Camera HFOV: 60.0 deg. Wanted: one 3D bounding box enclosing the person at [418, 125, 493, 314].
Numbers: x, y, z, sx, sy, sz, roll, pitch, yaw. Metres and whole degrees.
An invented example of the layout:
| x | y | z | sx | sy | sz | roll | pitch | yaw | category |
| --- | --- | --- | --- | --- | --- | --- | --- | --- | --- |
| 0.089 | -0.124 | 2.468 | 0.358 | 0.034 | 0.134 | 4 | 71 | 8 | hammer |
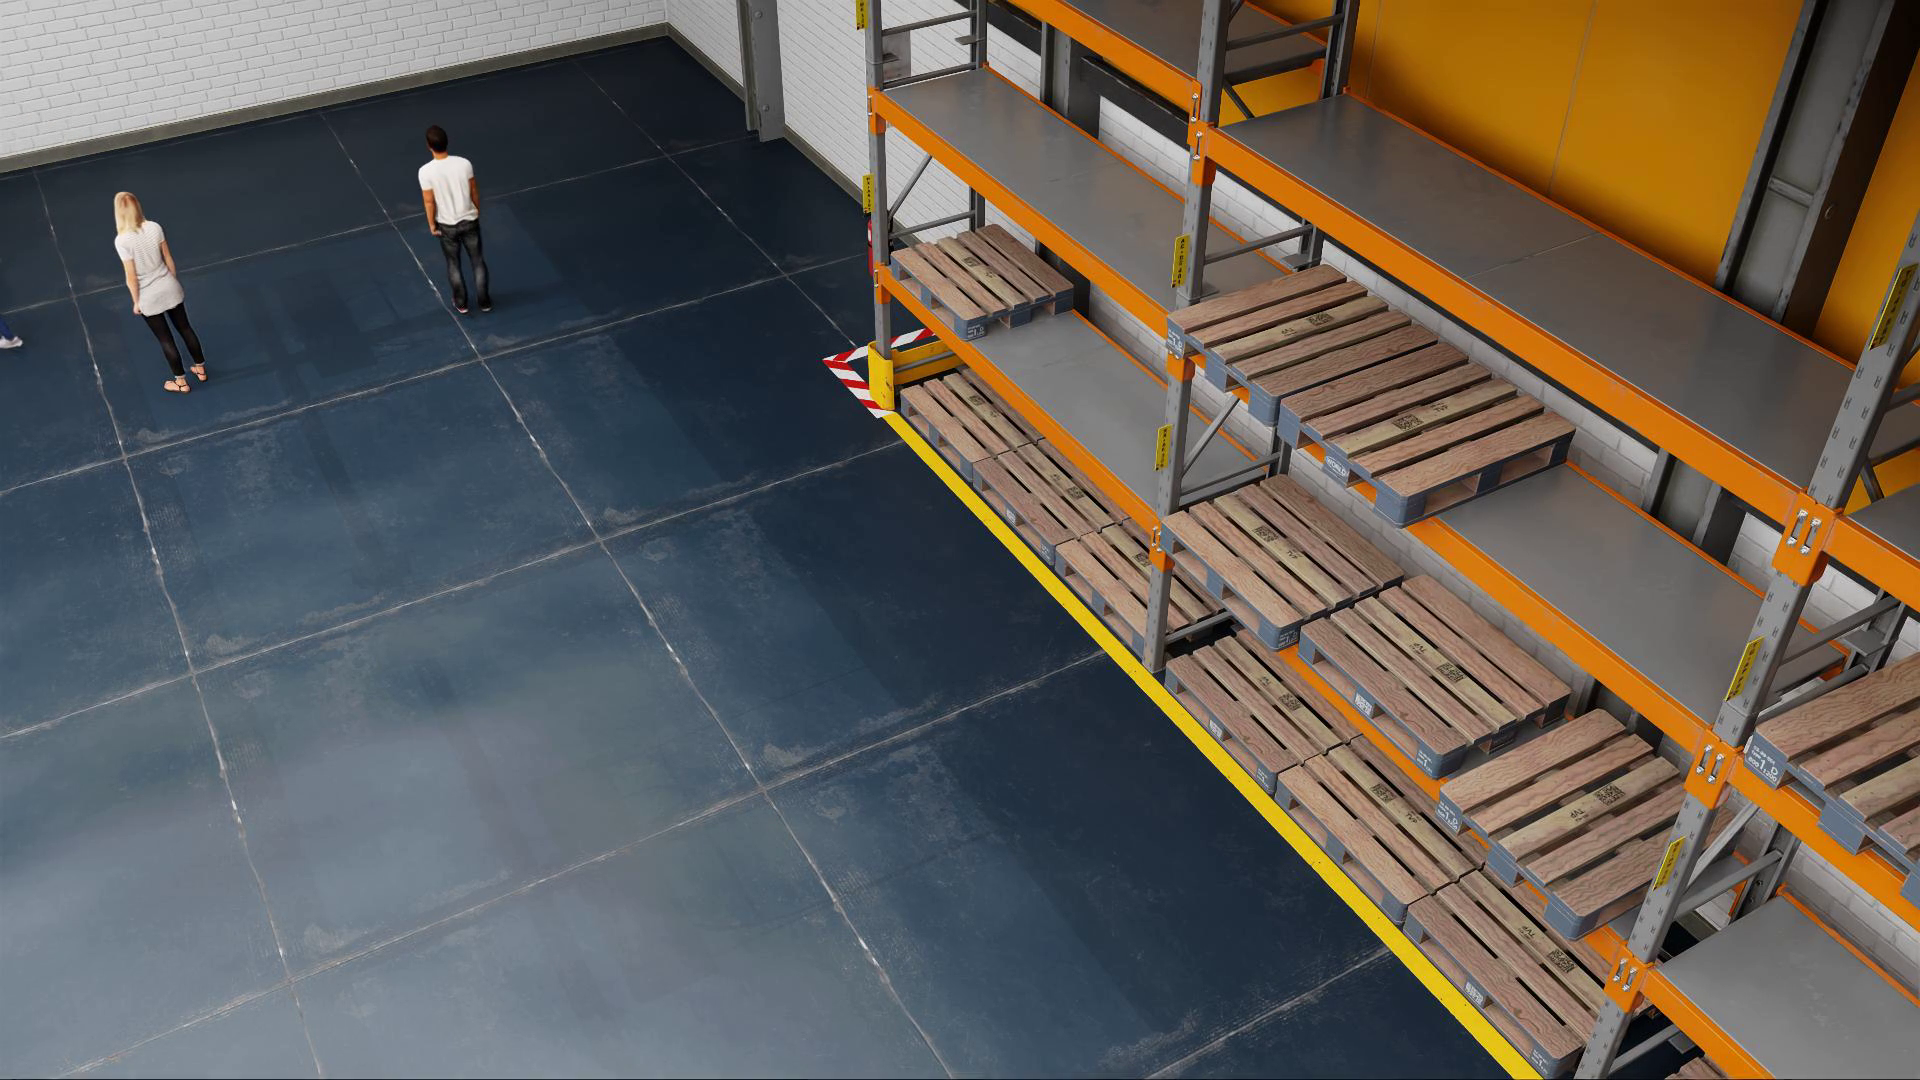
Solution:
| x | y | z | sx | sy | sz | roll | pitch | yaw | category |
| --- | --- | --- | --- | --- | --- | --- | --- | --- | --- |
| -4.503 | -2.869 | 14.981 | 0.653 | 1.799 | 0.609 | -18 | 42 | -21 | person |

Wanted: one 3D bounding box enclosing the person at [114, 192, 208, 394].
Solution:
| x | y | z | sx | sy | sz | roll | pitch | yaw | category |
| --- | --- | --- | --- | --- | --- | --- | --- | --- | --- |
| -6.738 | -2.077 | 13.967 | 0.693 | 1.826 | 0.696 | 21 | 43 | 24 | person |
